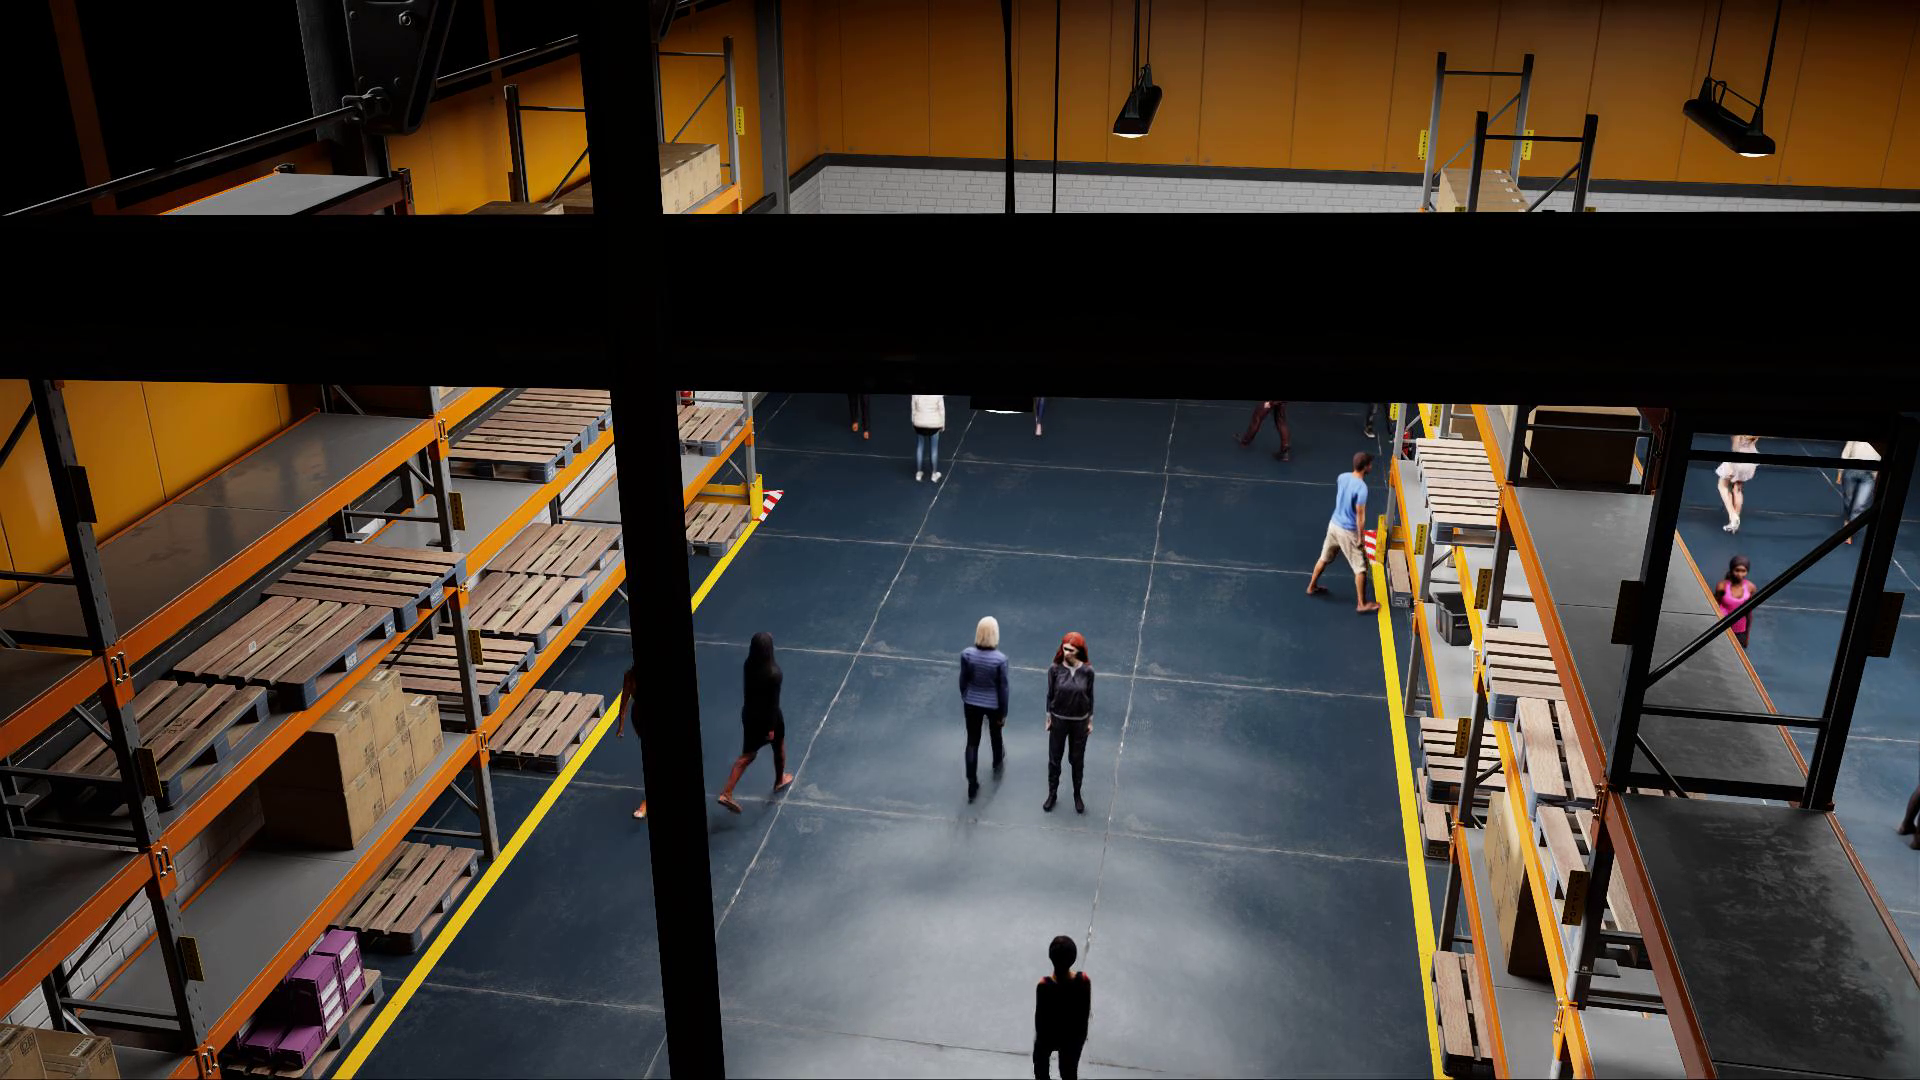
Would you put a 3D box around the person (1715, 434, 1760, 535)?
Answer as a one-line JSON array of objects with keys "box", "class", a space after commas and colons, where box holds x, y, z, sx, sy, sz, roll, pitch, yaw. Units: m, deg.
[{"box": [9.788, -0.871, 20.738, 0.711, 1.755, 0.800, -6, 24, -13], "class": "person"}]

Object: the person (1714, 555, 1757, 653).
[{"box": [7.712, 0.903, 16.734, 0.595, 1.710, 0.615, 6, 24, 13], "class": "person"}]

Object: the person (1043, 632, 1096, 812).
[{"box": [0.987, 1.623, 15.000, 0.585, 1.781, 0.503, 3, 24, 7], "class": "person"}]

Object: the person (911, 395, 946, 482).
[{"box": [-0.436, -1.559, 22.561, 0.620, 1.554, 0.540, 5, 24, 10], "class": "person"}]

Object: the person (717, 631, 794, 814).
[{"box": [-1.844, 1.687, 14.991, 0.957, 1.670, 1.275, 15, 28, 31], "class": "person"}]

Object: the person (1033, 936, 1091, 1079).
[{"box": [0.698, 3.383, 11.275, 0.599, 1.539, 0.617, -2, 24, -4], "class": "person"}]

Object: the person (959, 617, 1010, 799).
[{"box": [0.191, 1.553, 15.257, 0.698, 1.702, 1.100, 6, 24, 13], "class": "person"}]

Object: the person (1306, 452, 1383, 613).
[{"box": [4.415, -0.100, 18.896, 1.182, 1.816, 1.057, -11, 26, -24], "class": "person"}]

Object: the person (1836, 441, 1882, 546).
[{"box": [11.207, -0.801, 20.704, 0.912, 1.653, 1.103, 17, 29, 33], "class": "person"}]
